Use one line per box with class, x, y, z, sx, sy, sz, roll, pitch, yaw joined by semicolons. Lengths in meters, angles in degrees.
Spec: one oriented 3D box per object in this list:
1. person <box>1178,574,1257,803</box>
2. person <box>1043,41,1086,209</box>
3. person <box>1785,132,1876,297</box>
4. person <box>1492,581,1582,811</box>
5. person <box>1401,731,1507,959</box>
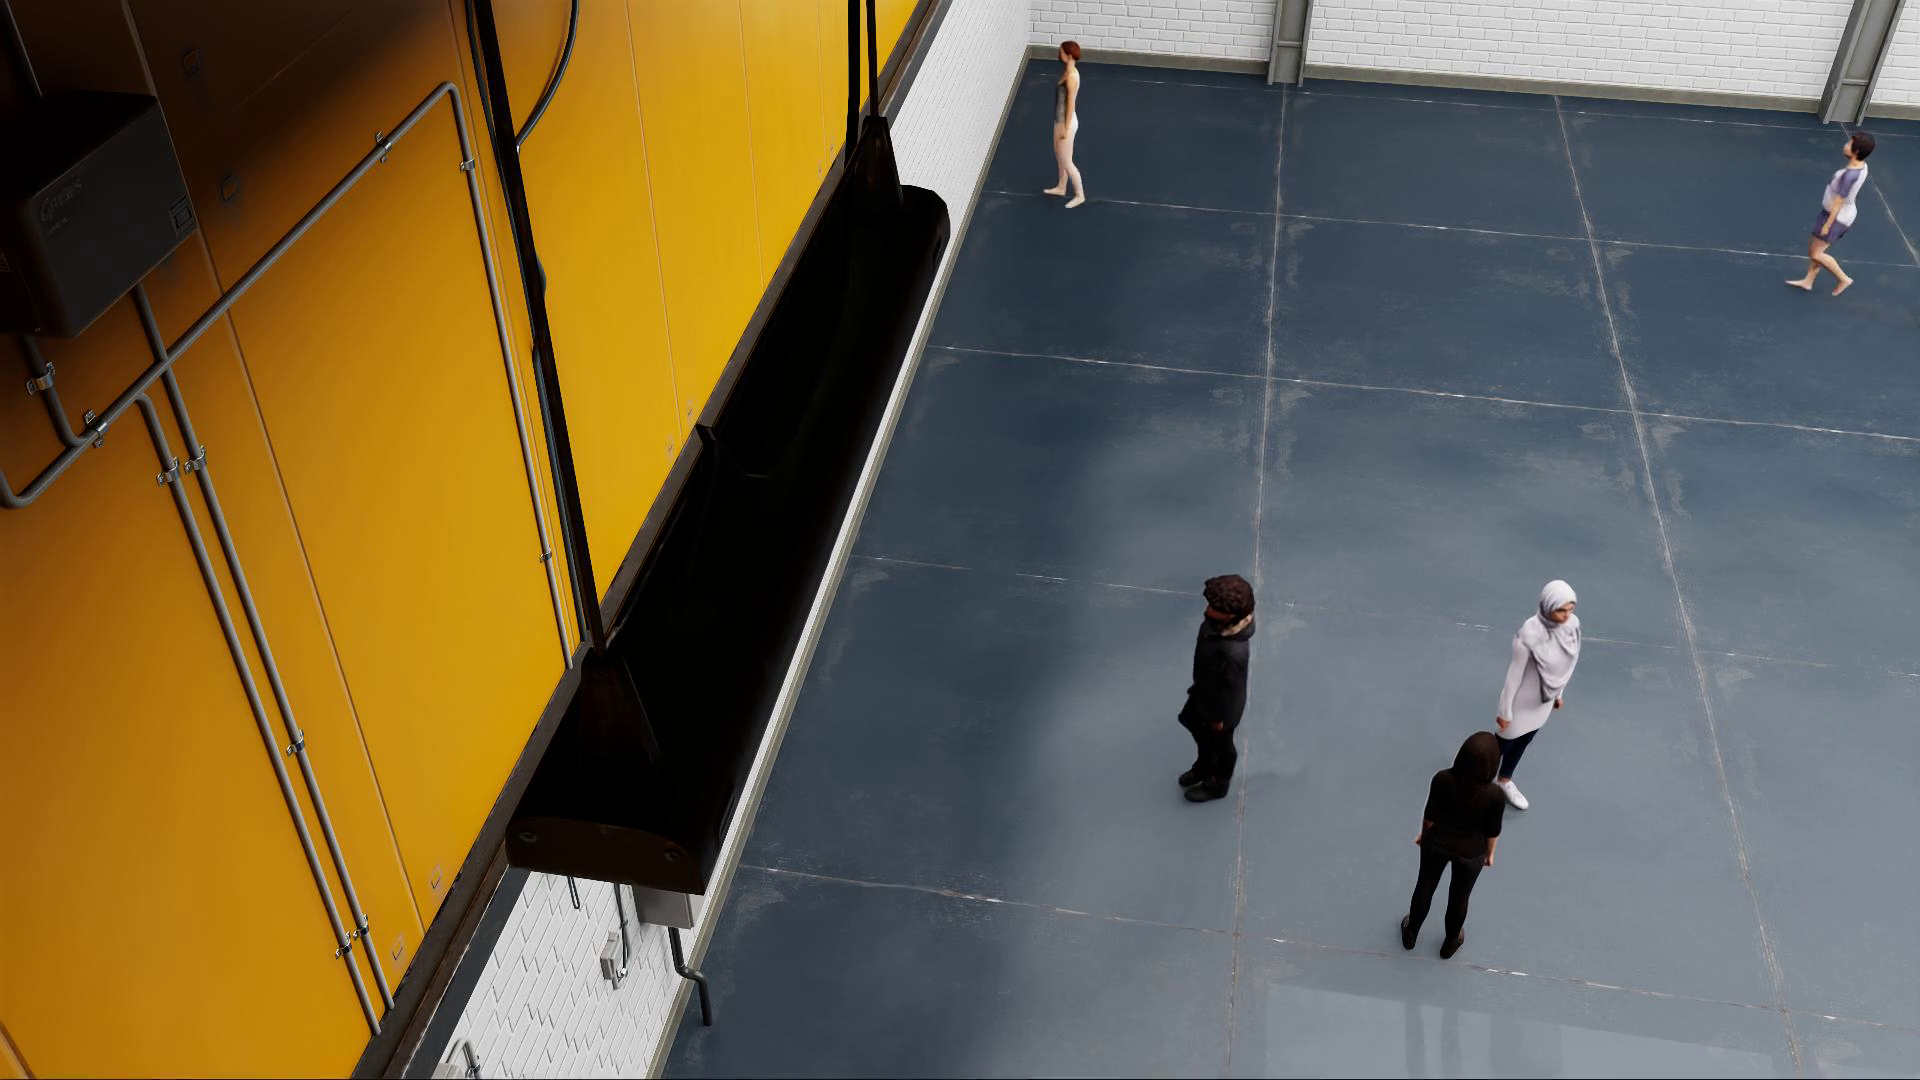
person;1.619;0.890;9.908;0.677;1.765;0.705;-5;39;-7
person;1.059;-4.068;16.194;0.679;1.669;0.629;-1;39;-2
person;7.848;-2.858;14.772;0.871;1.551;0.754;25;45;28
person;3.360;0.937;9.841;0.666;1.775;0.760;-17;42;-20
person;2.688;1.664;9.037;0.509;1.642;0.670;15;41;18
